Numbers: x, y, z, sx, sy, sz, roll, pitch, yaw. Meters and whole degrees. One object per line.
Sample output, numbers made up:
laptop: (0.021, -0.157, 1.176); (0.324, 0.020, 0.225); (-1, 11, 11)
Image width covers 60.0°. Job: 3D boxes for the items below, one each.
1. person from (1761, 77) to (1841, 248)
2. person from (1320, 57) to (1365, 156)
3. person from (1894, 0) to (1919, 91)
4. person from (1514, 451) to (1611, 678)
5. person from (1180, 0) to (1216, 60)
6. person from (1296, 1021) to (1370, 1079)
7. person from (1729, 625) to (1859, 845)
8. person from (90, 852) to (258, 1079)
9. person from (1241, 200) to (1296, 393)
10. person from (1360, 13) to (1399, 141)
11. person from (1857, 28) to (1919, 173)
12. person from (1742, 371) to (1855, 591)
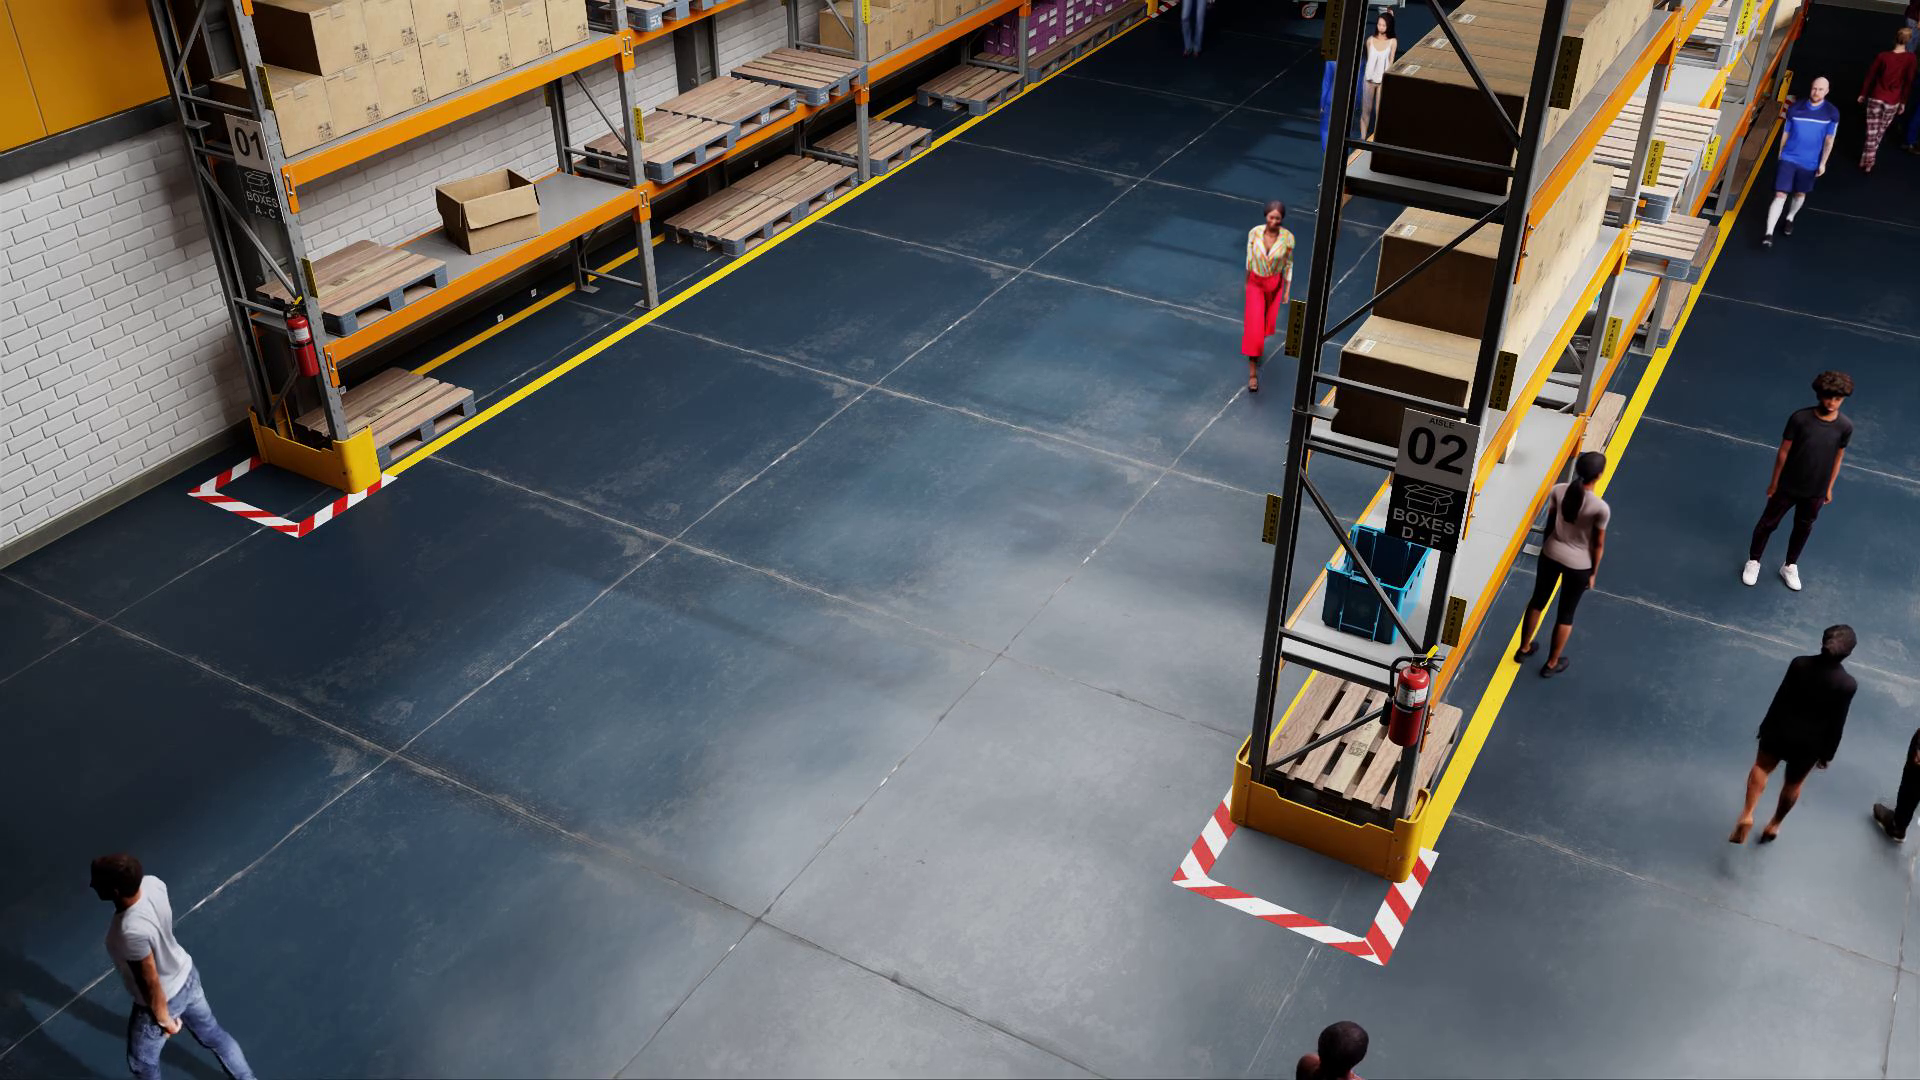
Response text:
person: (9.057, -4.075, 17.883); (0.728, 1.784, 1.179); (15, 37, 22)
person: (4.452, -5.053, 19.440); (0.820, 1.688, 0.919); (1, 34, 2)
person: (12.771, -6.994, 22.213); (0.771, 1.851, 0.598); (7, 34, 11)
person: (4.193, 0.157, 11.551); (0.617, 1.744, 0.647); (-28, 43, -35)
person: (3.345, -7.636, 23.244); (0.694, 1.779, 0.708); (13, 36, 19)
person: (1.580, 2.860, 7.545); (1.210, 1.676, 0.885); (-23, 40, -30)
person: (5.020, 1.246, 10.025); (0.631, 1.619, 0.837); (21, 39, 28)
person: (-3.896, 2.244, 8.328); (1.029, 1.835, 1.074); (-2, 34, -3)
person: (2.801, -2.287, 15.233); (0.862, 1.738, 1.275); (6, 34, 9)
person: (5.107, -5.621, 20.326); (0.602, 1.652, 0.544); (18, 37, 25)
person: (10.921, -5.176, 19.635); (0.765, 1.676, 0.996); (11, 35, 16)
person: (6.308, -0.463, 12.447); (0.685, 1.784, 0.681); (7, 34, 10)
